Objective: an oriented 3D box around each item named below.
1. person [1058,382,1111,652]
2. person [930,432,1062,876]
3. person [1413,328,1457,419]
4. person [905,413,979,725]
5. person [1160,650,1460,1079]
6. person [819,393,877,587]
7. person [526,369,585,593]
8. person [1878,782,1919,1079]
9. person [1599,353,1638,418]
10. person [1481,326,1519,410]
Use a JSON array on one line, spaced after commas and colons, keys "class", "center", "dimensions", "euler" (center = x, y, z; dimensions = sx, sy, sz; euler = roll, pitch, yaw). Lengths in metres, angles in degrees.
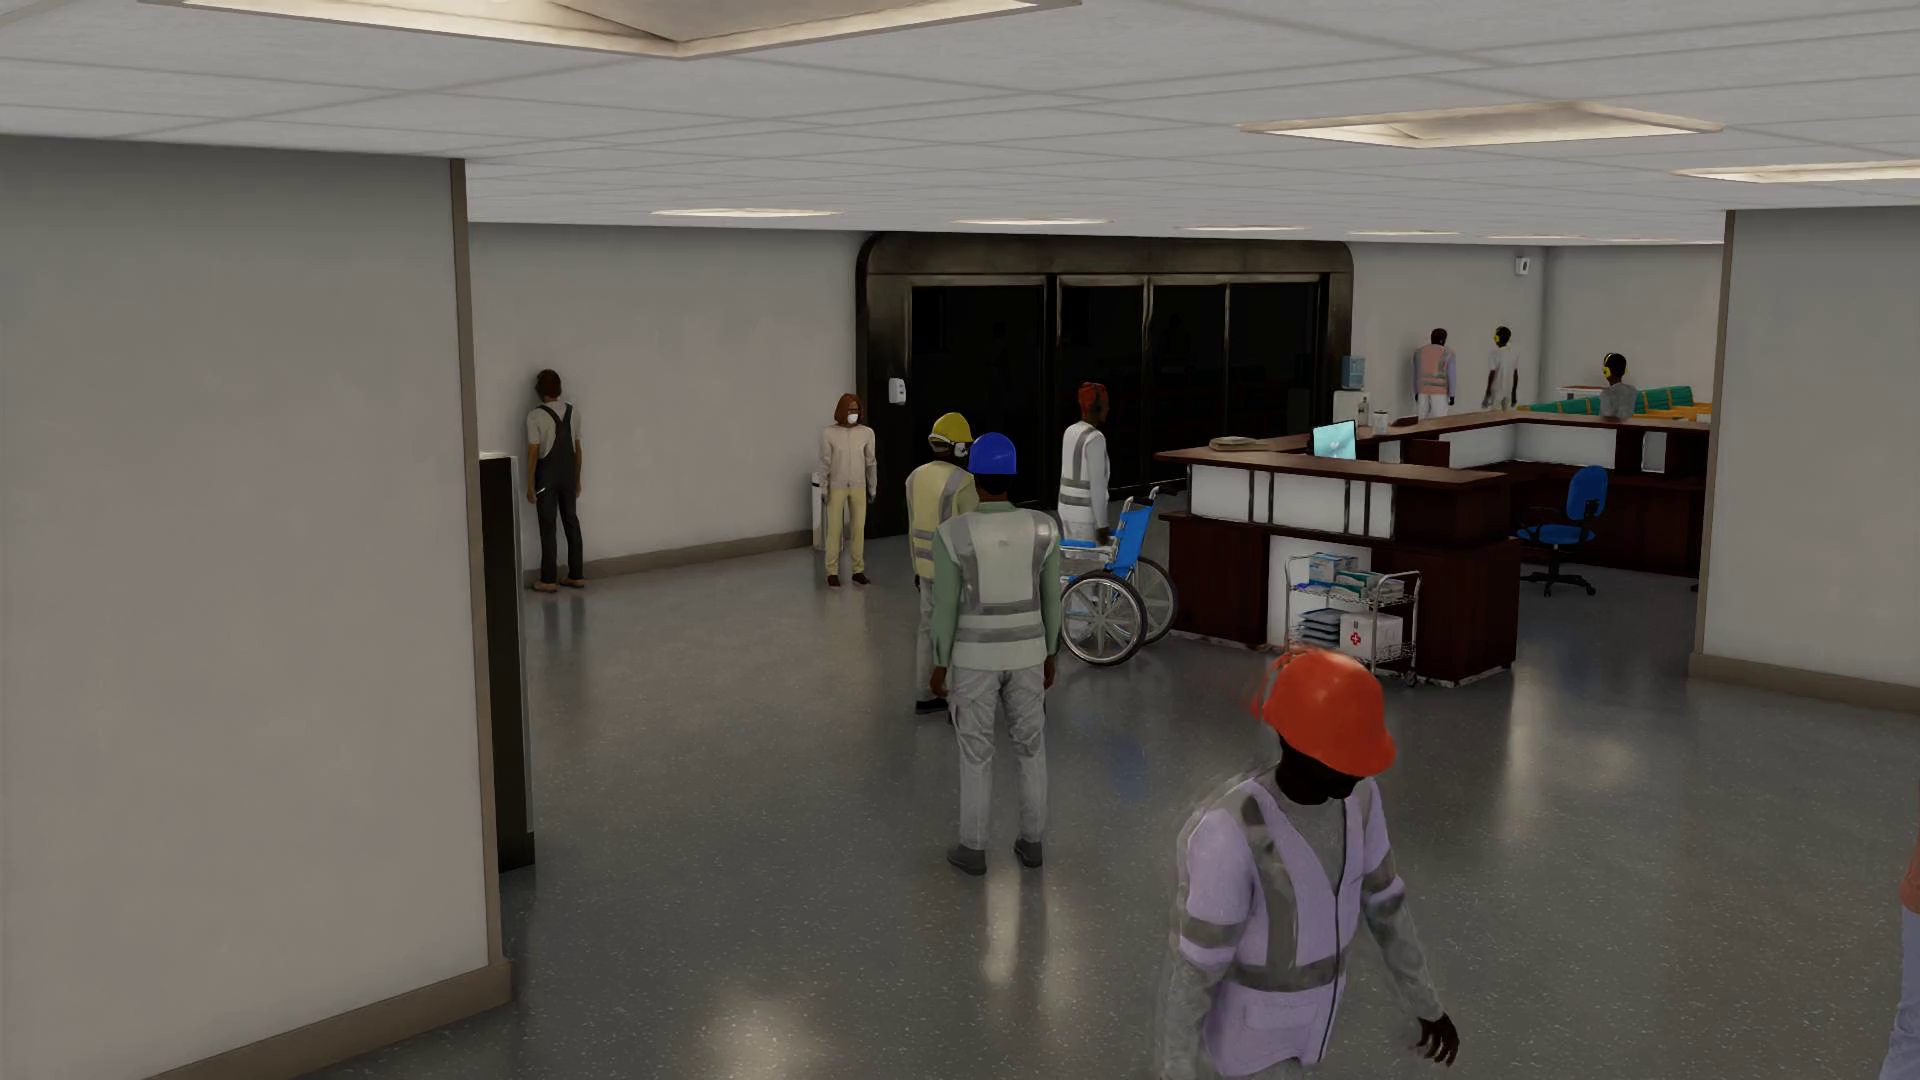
[{"class": "person", "center": [0.868, -0.165, 11.631], "dimensions": [0.368, 1.875, 0.589], "euler": [-2, 10, -14]}, {"class": "person", "center": [0.156, 0.501, 7.311], "dimensions": [0.602, 1.949, 0.392], "euler": [-3, 10, -17]}, {"class": "person", "center": [6.716, -2.077, 23.522], "dimensions": [0.643, 1.832, 0.431], "euler": [8, 12, 40]}, {"class": "person", "center": [-0.064, 0.164, 9.789], "dimensions": [0.403, 1.822, 0.592], "euler": [-7, 12, -38]}, {"class": "person", "center": [0.758, 1.115, 3.835], "dimensions": [0.972, 1.869, 0.689], "euler": [9, 13, 43]}, {"class": "person", "center": [-0.938, -0.417, 13.949], "dimensions": [0.504, 1.627, 0.286], "euler": [-4, 10, -21]}, {"class": "person", "center": [-3.338, -0.485, 13.707], "dimensions": [0.339, 1.838, 0.506], "euler": [8, 12, 41]}, {"class": "person", "center": [2.802, 1.034, 4.615], "dimensions": [0.533, 1.767, 0.327], "euler": [-9, 13, -43]}, {"class": "person", "center": [6.205, -0.844, 15.832], "dimensions": [0.518, 1.865, 0.330], "euler": [-6, 11, -34]}, {"class": "person", "center": [7.455, -2.011, 22.997], "dimensions": [0.585, 1.860, 0.339], "euler": [-3, 10, -20]}]
